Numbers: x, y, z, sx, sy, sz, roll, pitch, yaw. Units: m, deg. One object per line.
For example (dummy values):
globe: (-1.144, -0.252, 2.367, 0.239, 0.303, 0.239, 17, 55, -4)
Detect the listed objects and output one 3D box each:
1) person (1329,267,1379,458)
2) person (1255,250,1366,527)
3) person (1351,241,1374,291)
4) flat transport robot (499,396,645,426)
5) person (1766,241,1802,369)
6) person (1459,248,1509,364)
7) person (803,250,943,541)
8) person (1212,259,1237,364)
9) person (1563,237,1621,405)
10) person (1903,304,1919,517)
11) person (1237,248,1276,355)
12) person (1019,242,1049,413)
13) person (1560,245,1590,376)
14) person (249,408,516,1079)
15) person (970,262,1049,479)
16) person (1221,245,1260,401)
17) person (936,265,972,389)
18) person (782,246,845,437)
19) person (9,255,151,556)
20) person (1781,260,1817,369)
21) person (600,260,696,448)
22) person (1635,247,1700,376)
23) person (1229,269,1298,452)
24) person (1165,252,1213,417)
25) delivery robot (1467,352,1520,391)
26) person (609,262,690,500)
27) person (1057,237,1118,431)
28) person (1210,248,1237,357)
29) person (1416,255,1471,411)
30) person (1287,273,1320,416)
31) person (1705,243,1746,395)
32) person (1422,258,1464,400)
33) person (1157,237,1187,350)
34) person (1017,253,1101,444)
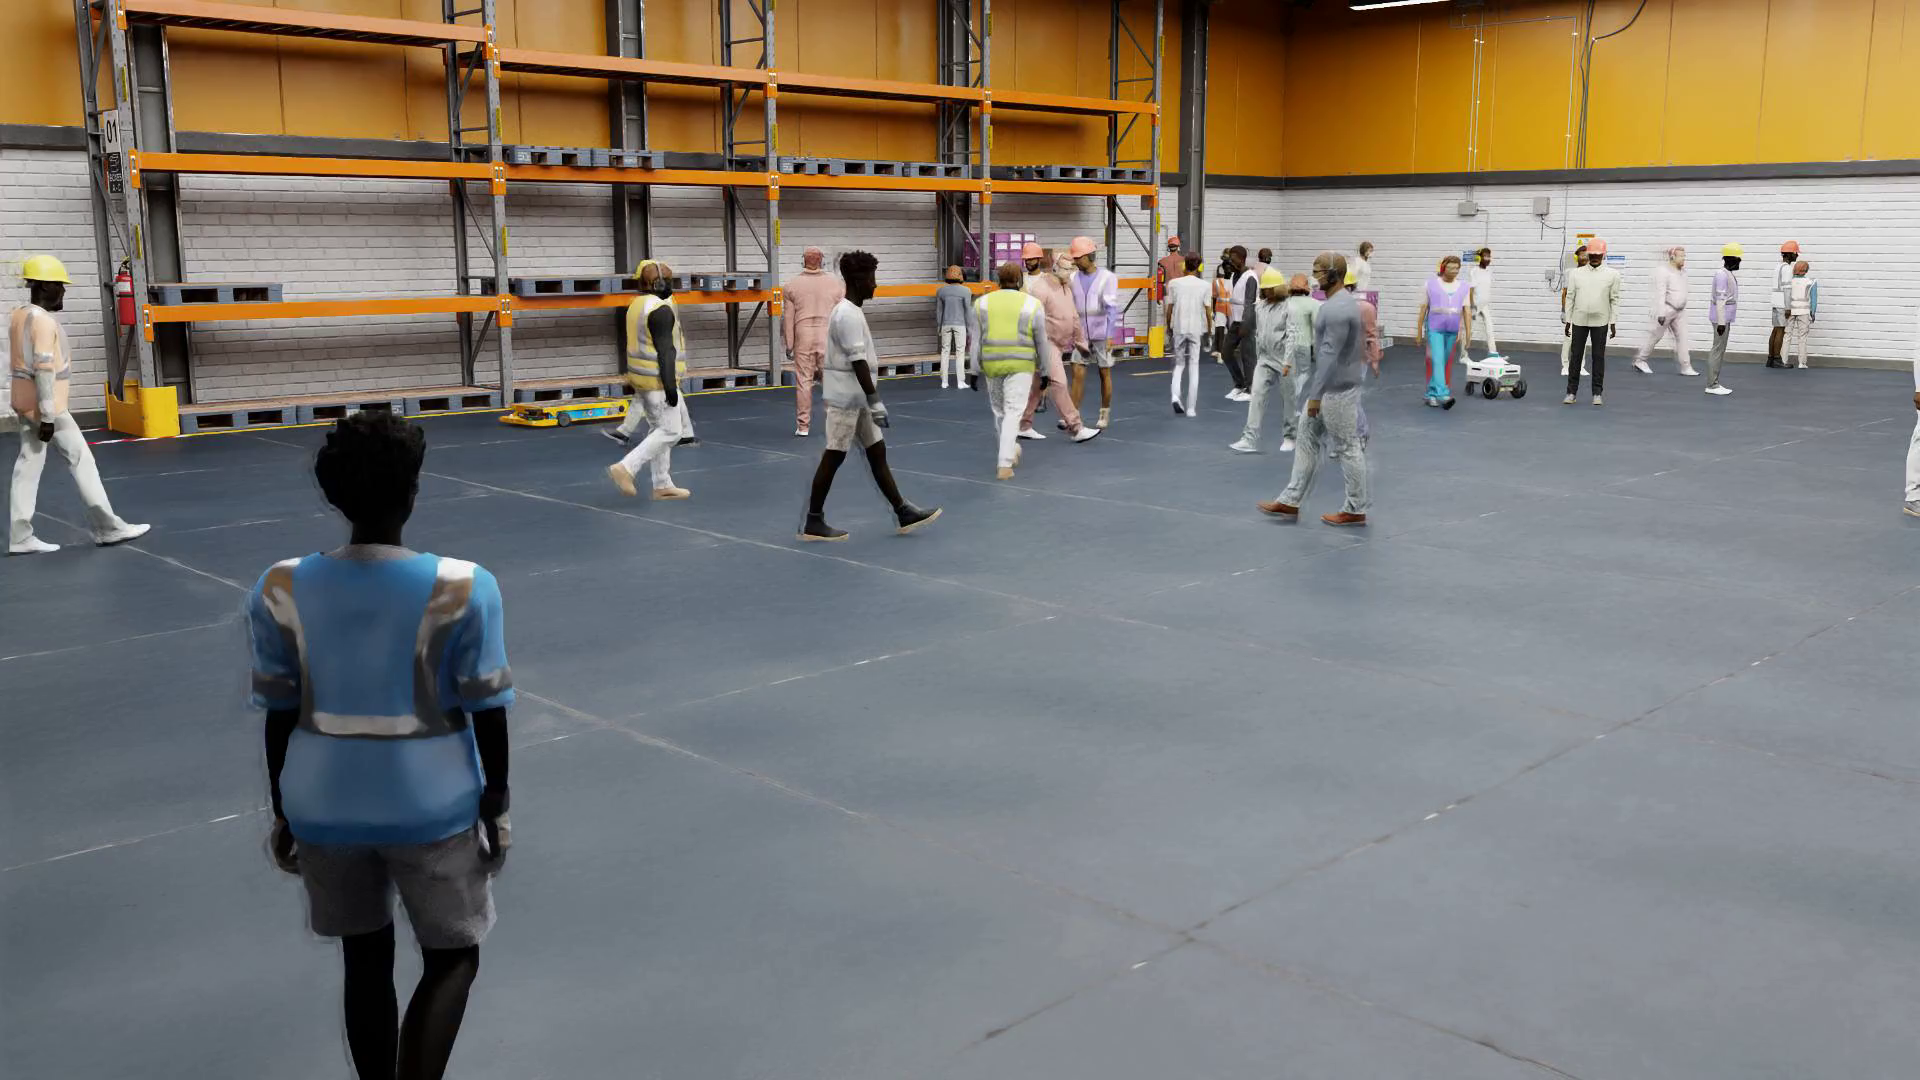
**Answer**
person: (3.507, -1.597, 15.061, 0.584, 1.742, 0.453, 8, 13, 37)
person: (2.450, -1.035, 11.543, 0.884, 1.906, 0.662, 2, 11, 9)
person: (6.636, -4.007, 27.712, 0.466, 1.920, 0.652, 5, 12, 27)
flat transport robot: (-4.194, -1.401, 18.014, 0.652, 0.197, 1.431, 10, 14, 43)
person: (12.580, -3.584, 25.370, 0.358, 1.936, 0.552, 2, 11, 9)
person: (8.137, -3.618, 25.886, 0.543, 1.812, 0.980, -5, 12, -27)
person: (-0.602, -0.939, 10.996, 0.974, 1.920, 0.607, 0, 10, 0)
person: (4.269, -3.639, 26.446, 0.530, 1.660, 0.845, 3, 11, 15)
person: (7.562, -2.617, 19.943, 0.608, 1.993, 0.382, 5, 11, 24)
person: (7.118, -1.103, 11.988, 0.573, 1.883, 0.353, -3, 11, -17)
person: (4.987, -3.943, 27.664, 0.780, 1.822, 0.634, -7, 13, -34)
person: (0.831, -2.423, 19.037, 0.545, 1.939, 0.374, 5, 12, 26)
person: (8.945, -3.307, 24.032, 0.520, 1.876, 0.326, 0, 10, 1)
person: (-1.187, 0.576, 3.405, 0.540, 1.682, 0.626, 0, 10, -1)
person: (0.444, -1.445, 14.090, 0.652, 1.791, 0.974, 3, 11, 17)
person: (3.433, -2.634, 20.303, 0.487, 1.897, 0.629, -3, 11, -18)
person: (-0.081, -2.818, 22.048, 0.499, 1.628, 0.277, 4, 11, 22)
person: (-1.458, -1.987, 16.746, 0.643, 1.909, 0.410, -1, 10, -7)
person: (-5.743, -0.866, 10.675, 0.588, 1.886, 0.919, 9, 14, 41)
person: (12.707, -3.413, 25.249, 0.524, 1.639, 0.308, 7, 12, 33)
person: (-2.962, -1.748, 15.769, 0.932, 1.778, 0.624, -1, 10, -8)
person: (10.333, -3.335, 24.235, 0.653, 1.861, 1.013, -5, 12, -27)
person: (2.883, -1.642, 15.408, 0.511, 1.691, 0.859, 10, 14, 43)
person: (2.567, -2.294, 18.620, 0.542, 1.841, 0.427, 3, 11, 15)
delivery robot: (6.680, -2.106, 20.829, 0.477, 0.478, 0.707, -4, 11, -20)
person: (-2.359, -1.178, 12.564, 0.582, 1.822, 0.641, -5, 12, -27)
person: (1.332, -2.100, 17.115, 0.654, 1.989, 0.971, 6, 12, 28)
person: (4.450, -3.955, 27.719, 0.604, 1.819, 0.511, 7, 13, 34)
person: (5.647, -2.396, 19.305, 0.580, 1.779, 0.990, -2, 11, -9)
person: (3.708, -2.140, 18.382, 0.513, 1.610, 0.589, 6, 12, 28)
person: (9.767, -2.820, 21.233, 0.373, 1.924, 0.594, 6, 12, 29)
person: (5.929, -2.580, 20.408, 0.528, 1.742, 0.590, 5, 12, 27)
person: (3.775, -4.341, 29.362, 0.608, 1.987, 0.391, -1, 10, -4)
person: (0.961, -1.865, 16.233, 1.004, 1.840, 0.670, 5, 12, 25)
